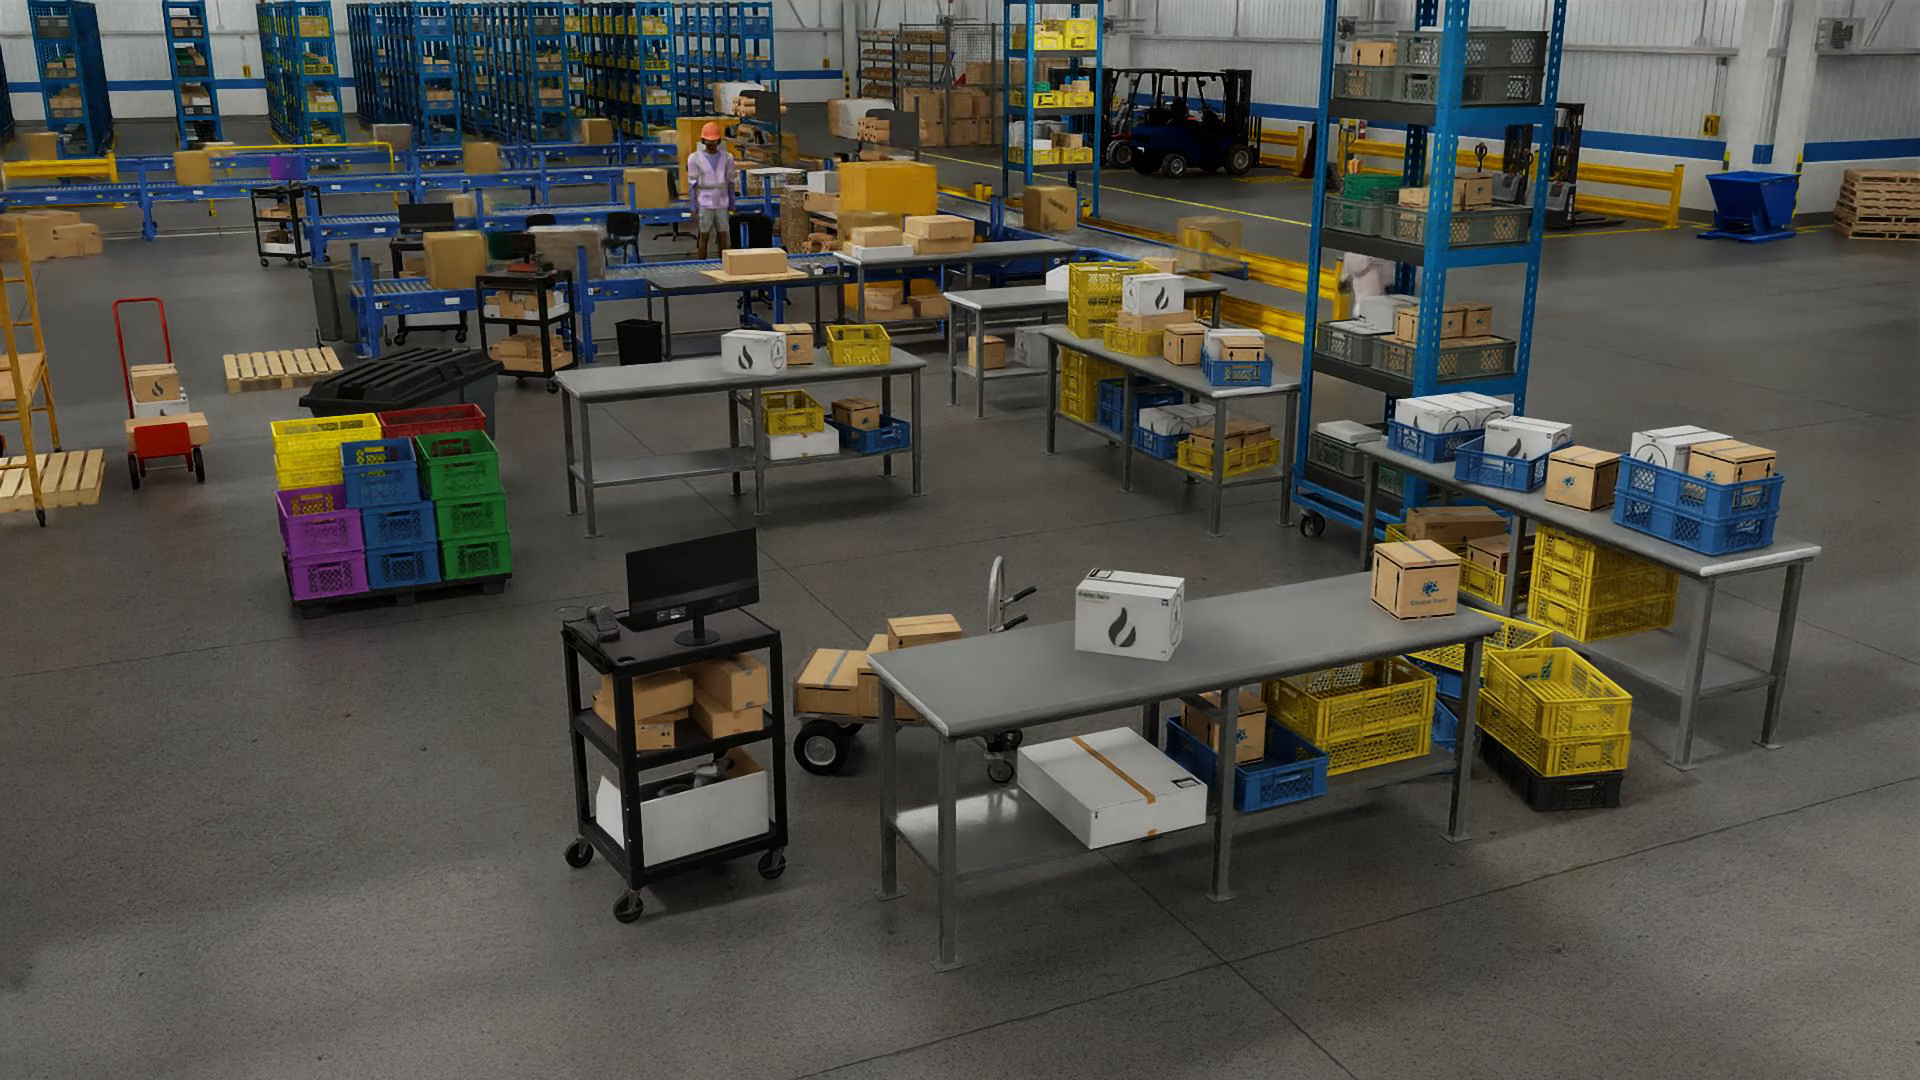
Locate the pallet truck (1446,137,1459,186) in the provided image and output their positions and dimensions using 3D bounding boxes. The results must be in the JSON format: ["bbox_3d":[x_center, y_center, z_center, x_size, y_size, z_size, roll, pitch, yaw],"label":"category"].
[{"bbox_3d":[9.184,-6.485,29.328,1.630,1.274,0.653,-8,19,-23],"label":"pallet truck"}]

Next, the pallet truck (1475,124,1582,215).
[{"bbox_3d":[9.707,-6.455,28.103,1.885,1.965,0.823,-7,19,-20],"label":"pallet truck"}]

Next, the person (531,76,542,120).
[{"bbox_3d":[-11.696,-12.070,46.047,0.397,1.840,0.564,-7,19,-20],"label":"person"}]

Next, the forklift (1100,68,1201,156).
[{"bbox_3d":[4.082,-9.564,37.410,2.680,1.987,1.157,-8,19,-23],"label":"forklift"}]

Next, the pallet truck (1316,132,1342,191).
[{"bbox_3d":[7.723,-7.504,32.656,1.601,1.201,0.680,-8,19,-23],"label":"pallet truck"}]

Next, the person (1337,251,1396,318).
[{"bbox_3d":[3.818,-2.467,15.729,0.582,1.882,0.672,-5,18,-15],"label":"person"}]

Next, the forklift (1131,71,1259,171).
[{"bbox_3d":[4.998,-8.936,35.413,2.680,1.987,1.157,-9,20,-25],"label":"forklift"}]

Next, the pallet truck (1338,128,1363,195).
[{"bbox_3d":[7.845,-7.140,31.411,1.522,1.261,0.704,-9,20,-25],"label":"pallet truck"}]

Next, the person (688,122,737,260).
[{"bbox_3d":[-3.118,-4.248,21.078,0.612,2.039,0.392,-8,19,-23],"label":"person"}]

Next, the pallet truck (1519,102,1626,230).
[{"bbox_3d":[9.972,-6.037,26.785,1.885,1.965,0.823,-9,20,-25],"label":"pallet truck"}]
